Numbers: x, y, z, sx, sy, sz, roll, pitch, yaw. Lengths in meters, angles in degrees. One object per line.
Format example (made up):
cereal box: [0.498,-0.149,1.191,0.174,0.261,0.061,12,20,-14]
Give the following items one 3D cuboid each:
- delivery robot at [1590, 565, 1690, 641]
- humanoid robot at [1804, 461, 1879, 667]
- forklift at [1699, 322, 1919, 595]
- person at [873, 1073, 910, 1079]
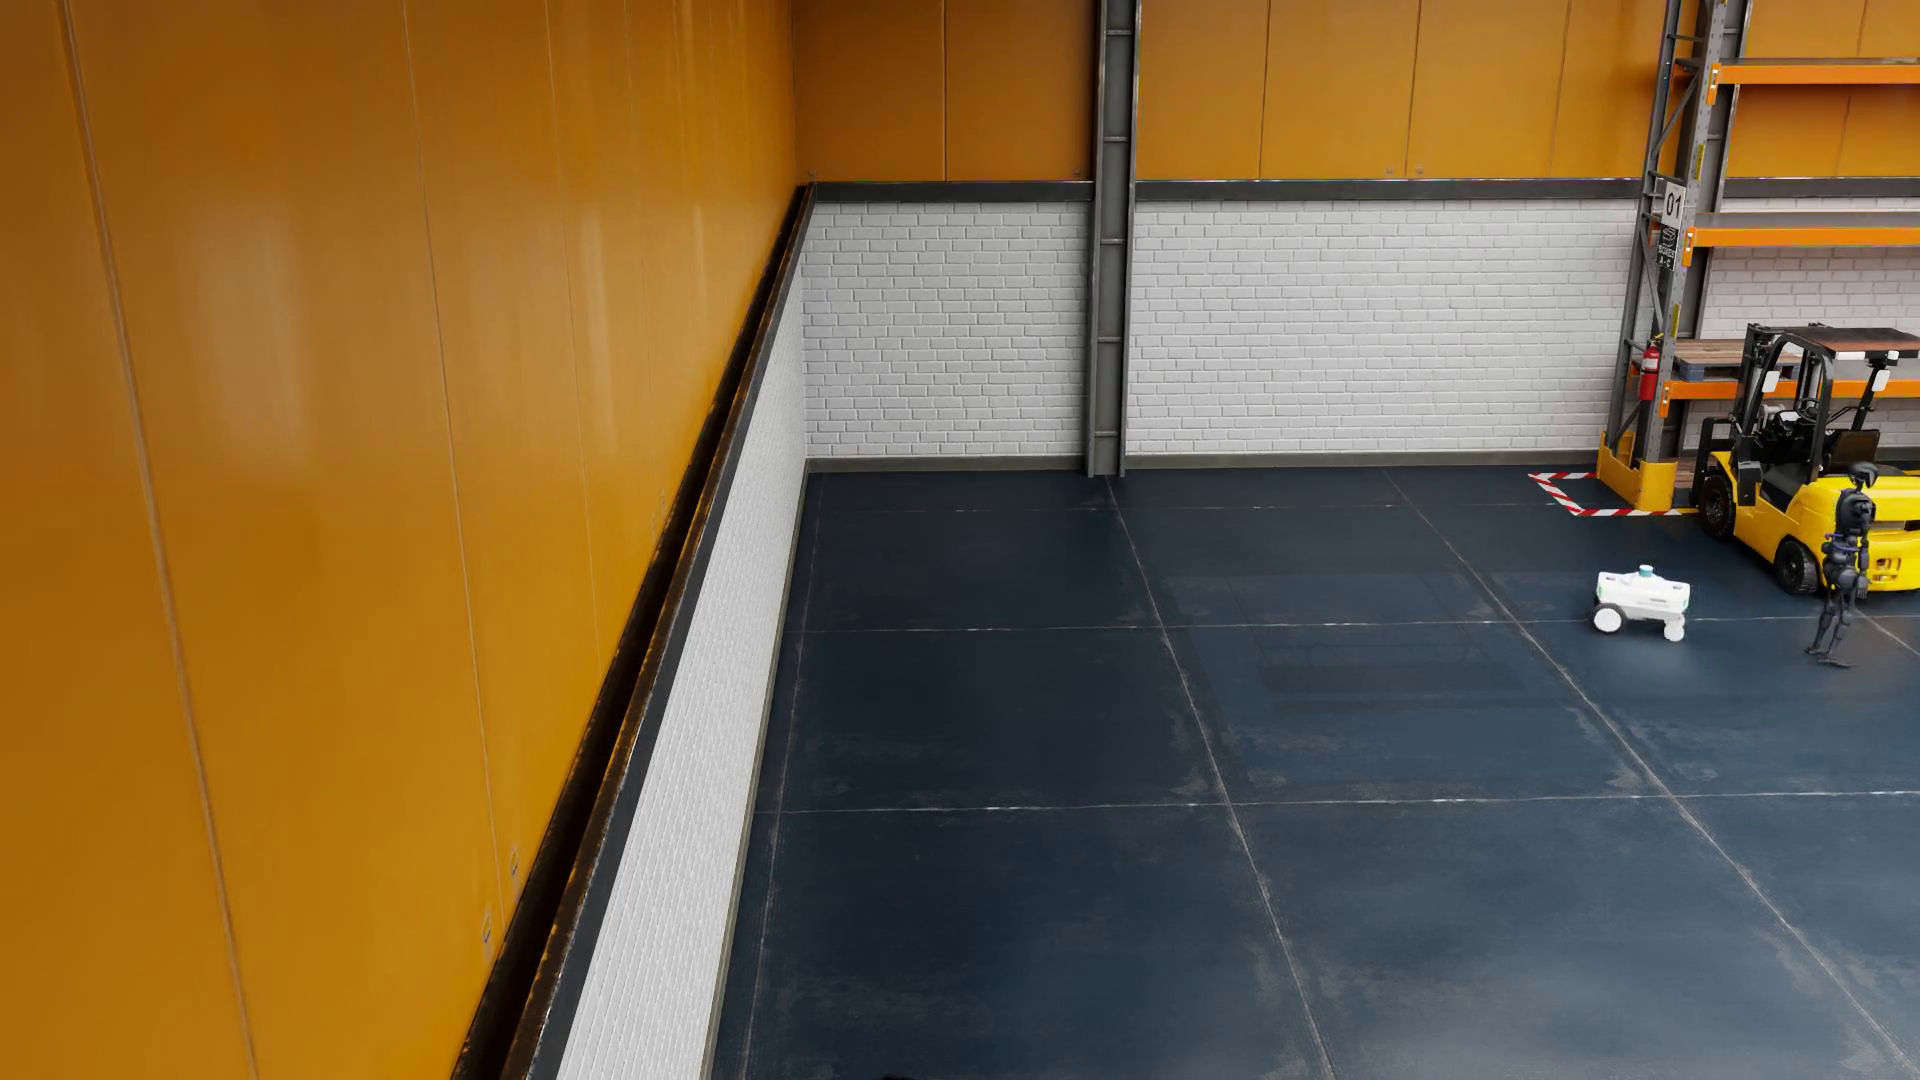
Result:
delivery robot: [5.647,0.499,13.771,0.758,0.583,0.499,8,22,22]
humanoid robot: [6.953,0.167,13.059,0.317,1.655,0.603,3,20,8]
forklift: [7.809,-0.792,14.926,1.214,2.155,2.313,-1,20,-2]
person: [-0.189,2.706,6.181,0.322,1.684,0.544,-5,21,-14]
